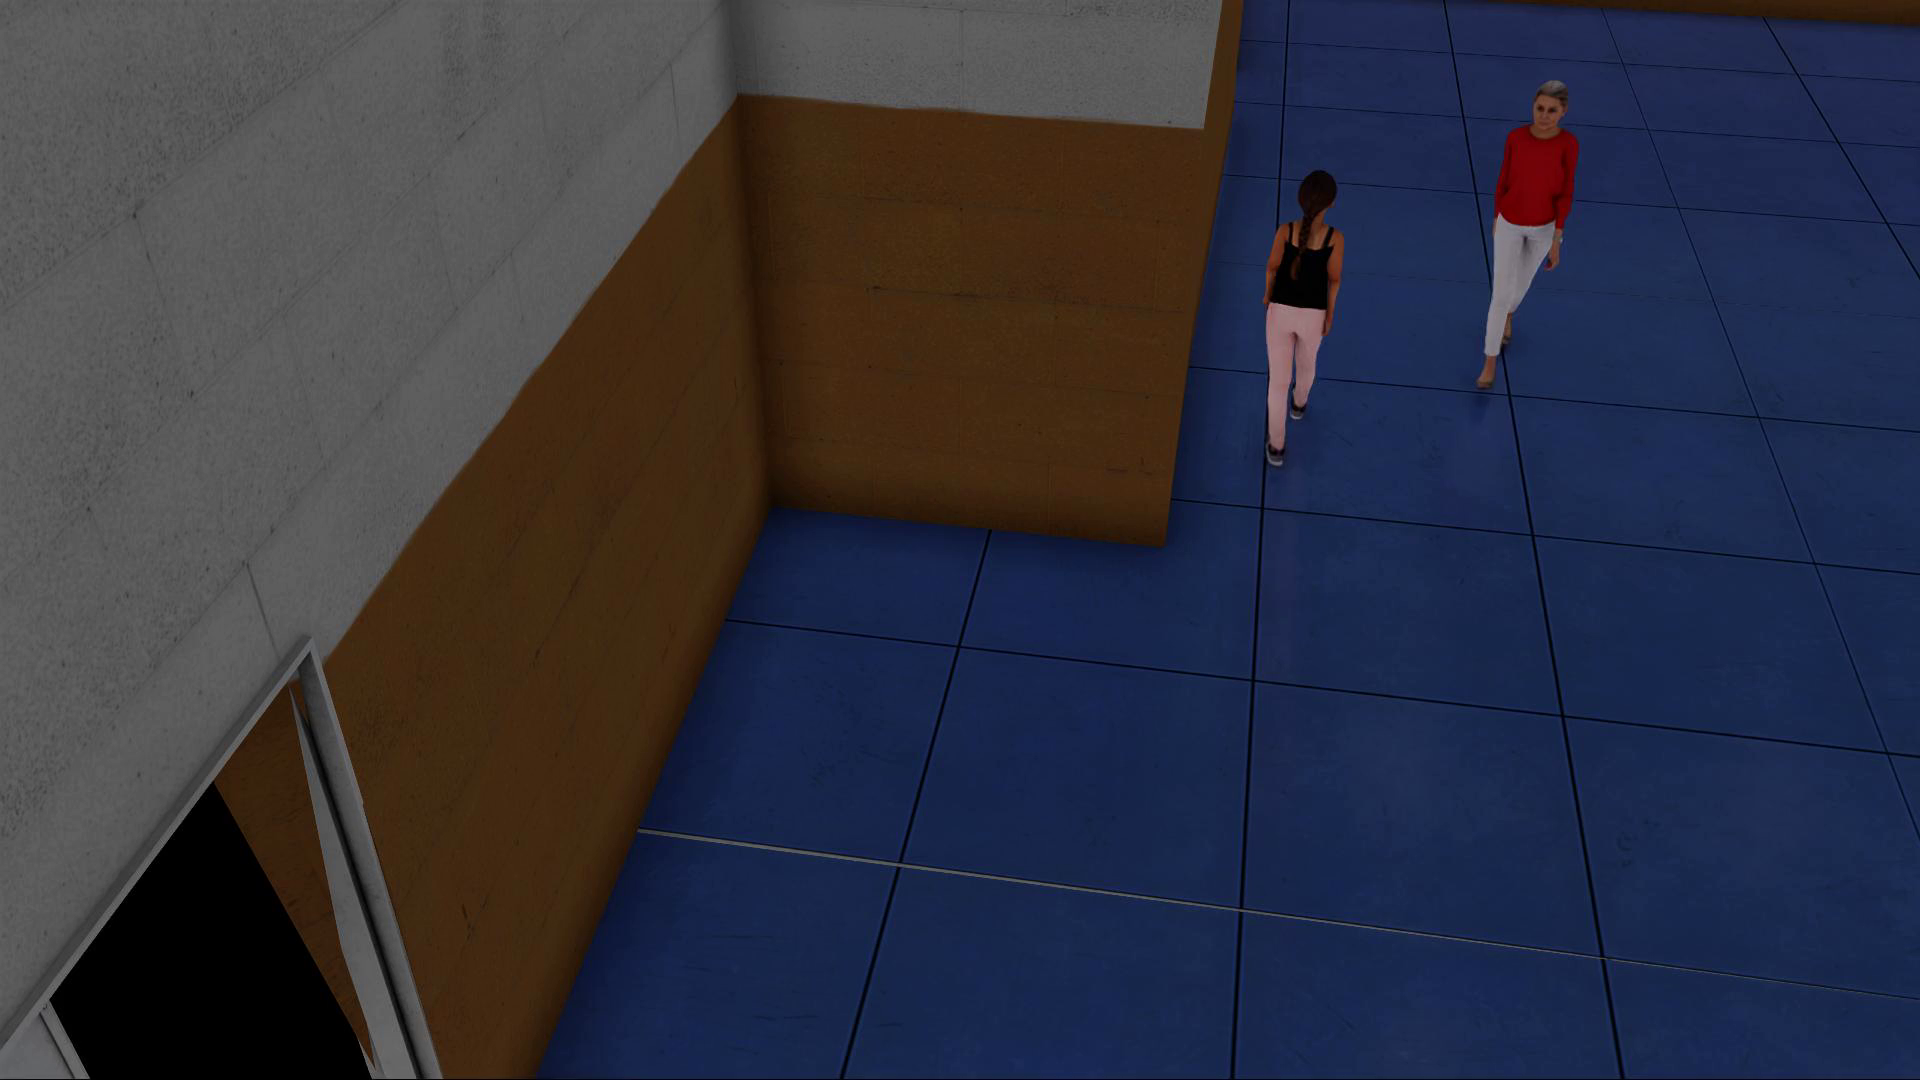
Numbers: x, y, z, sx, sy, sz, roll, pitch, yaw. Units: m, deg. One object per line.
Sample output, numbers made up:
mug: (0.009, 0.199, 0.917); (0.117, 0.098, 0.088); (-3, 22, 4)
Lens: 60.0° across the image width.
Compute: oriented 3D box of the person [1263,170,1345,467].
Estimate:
person: (1.702, -1.080, 8.411); (0.860, 1.535, 0.592); (4, 37, 5)

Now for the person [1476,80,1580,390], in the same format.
person: (3.138, -1.725, 9.177); (1.096, 1.647, 0.741); (12, 39, 16)
